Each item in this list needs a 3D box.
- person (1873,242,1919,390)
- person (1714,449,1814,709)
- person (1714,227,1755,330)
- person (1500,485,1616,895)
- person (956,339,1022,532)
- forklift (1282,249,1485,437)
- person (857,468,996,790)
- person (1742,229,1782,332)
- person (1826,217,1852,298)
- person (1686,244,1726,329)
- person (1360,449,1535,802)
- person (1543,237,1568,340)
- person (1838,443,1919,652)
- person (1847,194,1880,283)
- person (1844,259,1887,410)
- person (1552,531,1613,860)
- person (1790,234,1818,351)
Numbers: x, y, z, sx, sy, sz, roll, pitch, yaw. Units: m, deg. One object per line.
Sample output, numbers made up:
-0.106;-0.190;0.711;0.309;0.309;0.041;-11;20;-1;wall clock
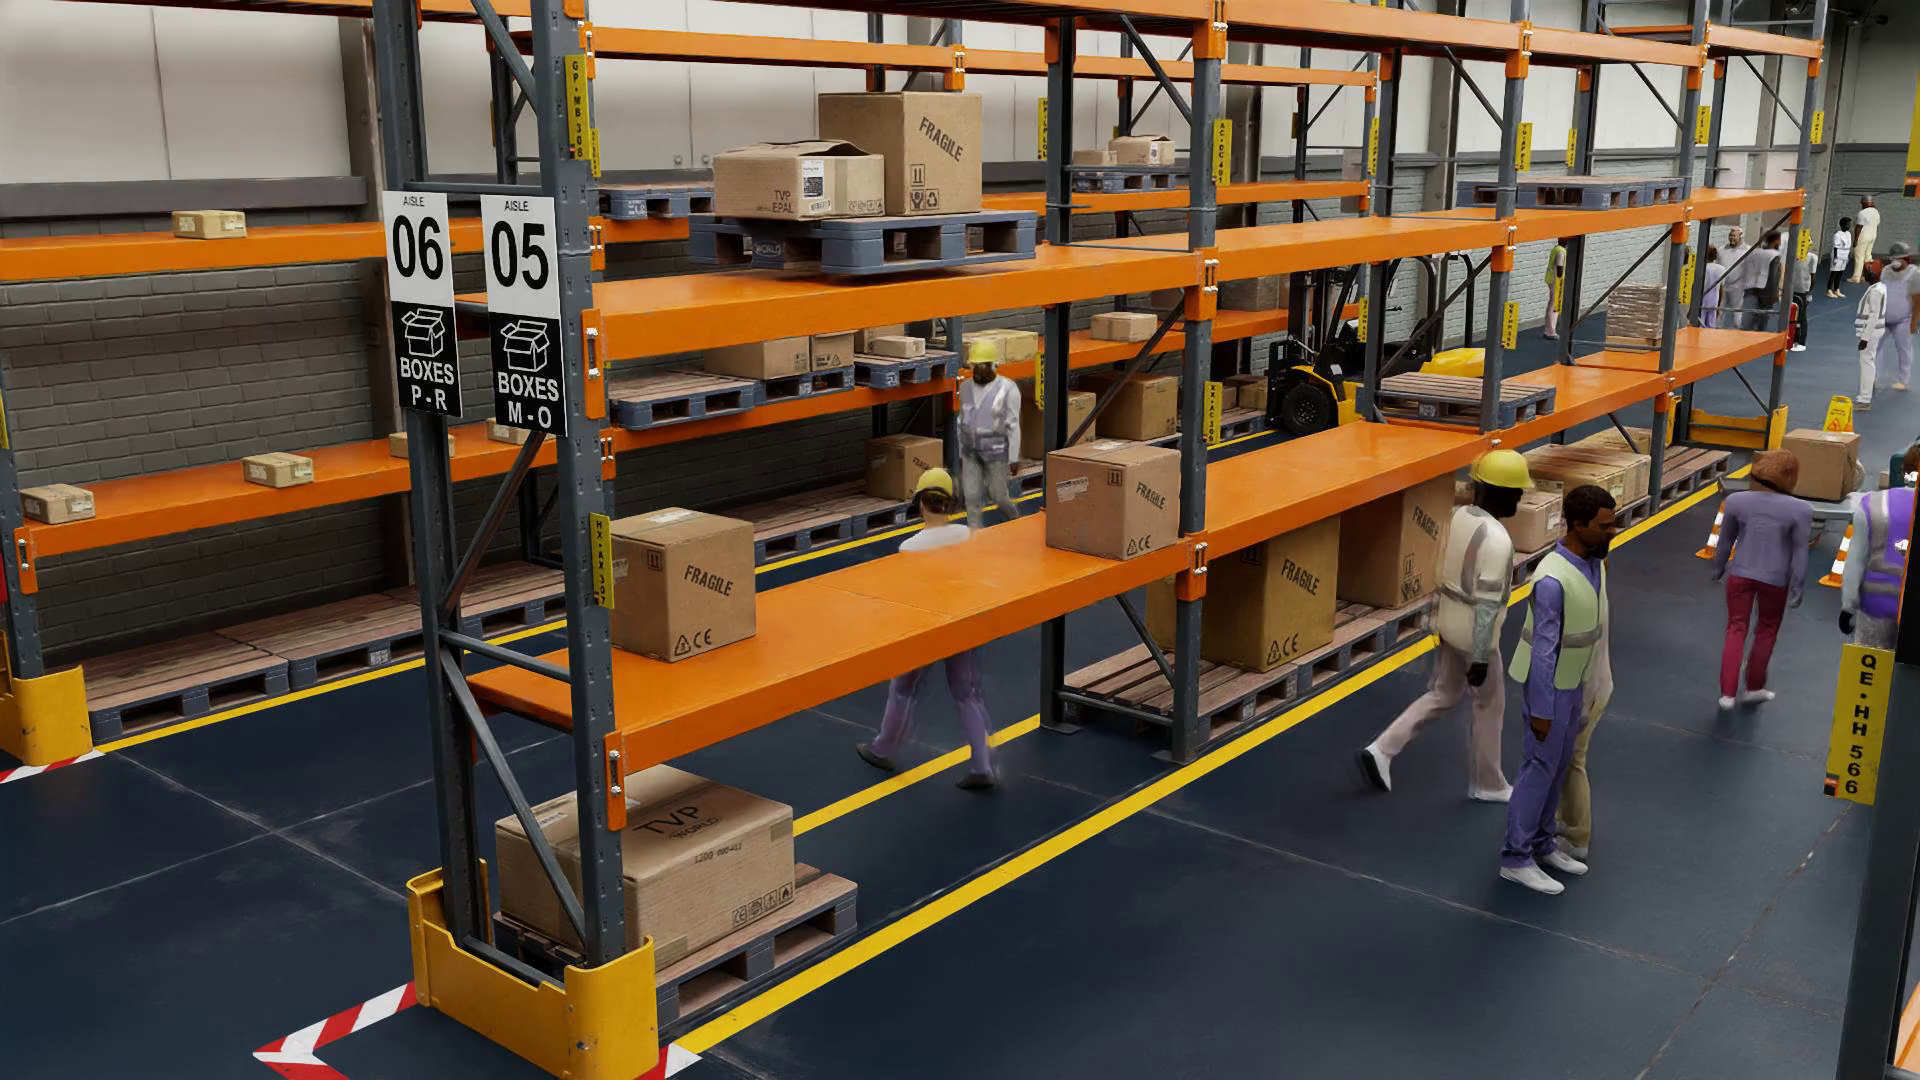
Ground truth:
12.554;-3.029;22.401;0.836;2.000;0.768;-8;16;-30;person
4.786;0.241;9.990;0.548;1.609;0.546;11;17;37;person
12.668;-4.176;27.352;0.408;1.908;0.643;-13;19;-43;person
2.732;0.671;7.624;0.402;1.909;0.584;10;17;36;person
0.246;-0.743;13.570;0.602;1.809;0.700;8;16;30;person
4.886;-2.214;18.767;2.313;2.155;1.214;11;18;38;forklift
-0.134;0.467;8.872;0.515;1.702;0.920;-11;18;-39;person
13.021;-4.058;26.879;0.442;1.898;0.613;-2;14;-9;person
18.479;-5.925;34.919;0.531;1.690;0.322;-10;17;-35;person
10.845;-3.378;24.226;0.507;1.846;0.345;-2;14;-10;person
2.562;0.455;8.526;0.821;1.898;0.612;-1;14;-4;person
10.006;-4.279;27.910;0.390;1.838;0.564;3;14;11;person
5.215;0.343;9.181;0.655;1.792;0.954;7;15;26;person
20.938;-7.005;38.590;0.684;2.000;0.537;-8;16;-30;person
11.386;-2.570;20.853;0.353;1.886;0.573;8;16;31;person
2.950;0.727;7.978;0.319;1.622;0.548;2;14;8;person
13.366;-3.937;26.482;0.326;1.862;0.510;-4;14;-16;person
